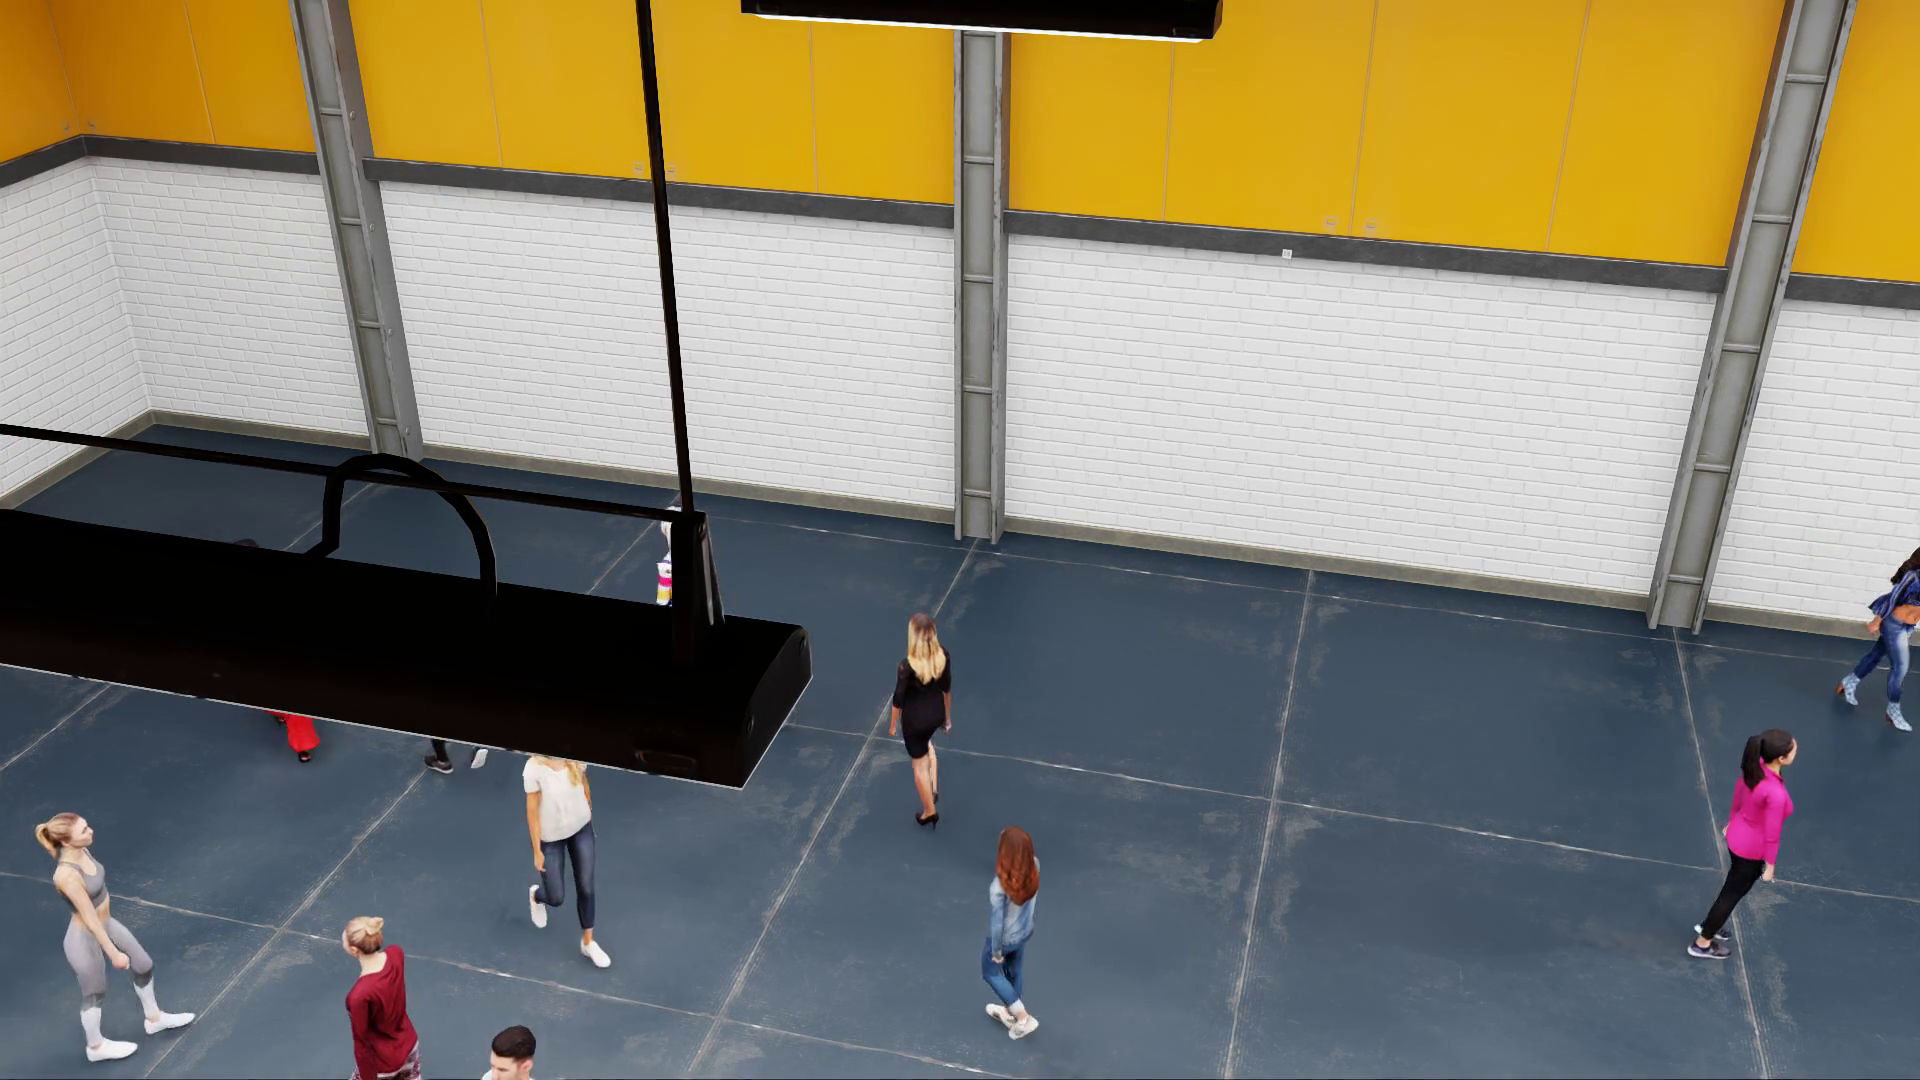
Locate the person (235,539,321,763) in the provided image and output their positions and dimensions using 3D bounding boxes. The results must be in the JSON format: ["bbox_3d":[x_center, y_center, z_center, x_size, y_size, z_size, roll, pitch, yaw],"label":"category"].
[{"bbox_3d":[-5.030,0.737,12.052,1.101,1.739,1.133,-15,32,-26],"label":"person"}]

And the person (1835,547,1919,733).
[{"bbox_3d":[6.942,0.623,12.415,0.944,1.580,0.972,-7,29,-13],"label":"person"}]

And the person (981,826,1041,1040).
[{"bbox_3d":[0.338,2.267,9.519,0.790,1.468,0.719,24,37,37],"label":"person"}]

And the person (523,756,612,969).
[{"bbox_3d":[-2.457,1.772,10.083,0.885,1.798,1.020,-24,37,-37],"label":"person"}]

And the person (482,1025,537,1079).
[{"bbox_3d":[-1.914,2.979,7.859,1.222,1.809,0.945,14,32,24],"label":"person"}]

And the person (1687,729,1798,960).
[{"bbox_3d":[4.673,1.850,10.065,0.687,1.687,0.663,0,29,0],"label":"person"}]

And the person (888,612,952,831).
[{"bbox_3d":[-0.200,1.265,11.151,0.677,1.665,0.726,-23,36,-36],"label":"person"}]

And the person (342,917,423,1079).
[{"bbox_3d":[-2.894,2.645,8.600,0.642,1.685,0.634,7,29,13],"label":"person"}]

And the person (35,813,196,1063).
[{"bbox_3d":[-4.940,2.260,9.308,0.902,1.684,0.786,-6,29,-10],"label":"person"}]
